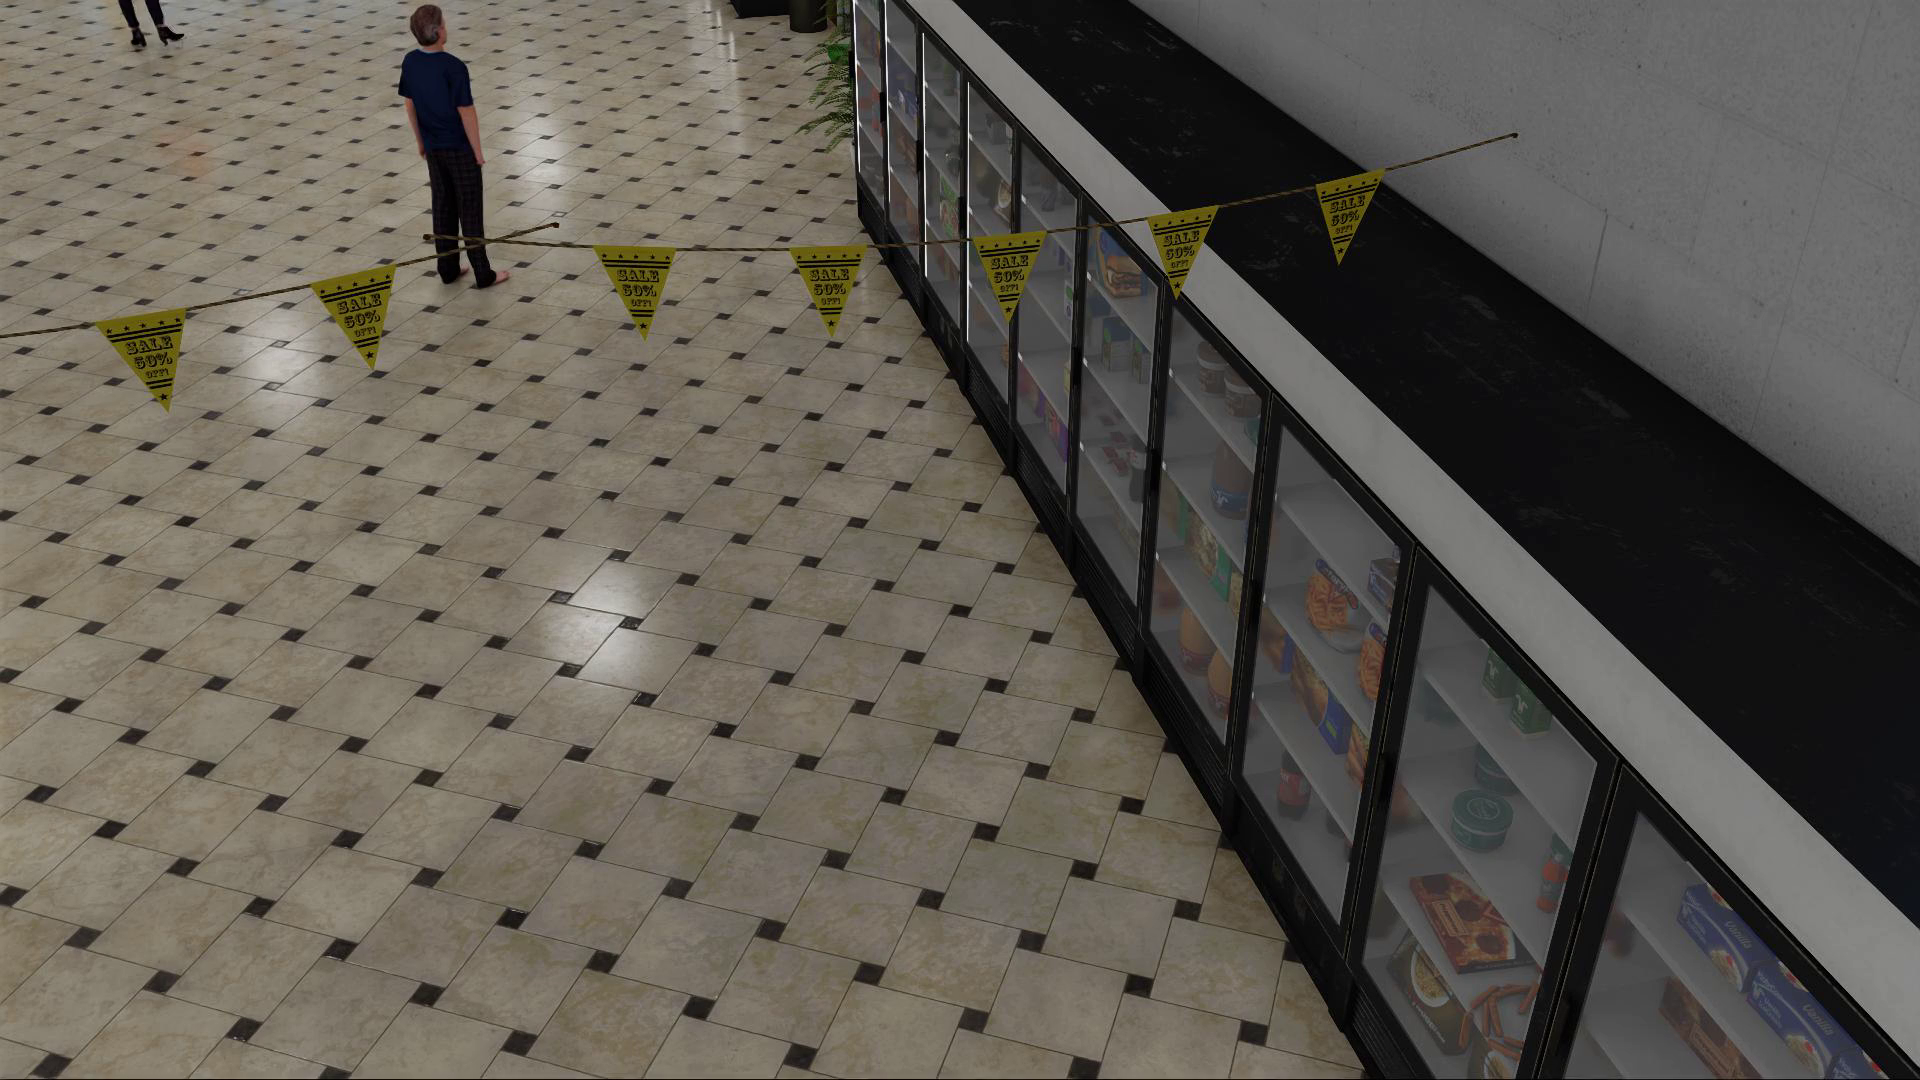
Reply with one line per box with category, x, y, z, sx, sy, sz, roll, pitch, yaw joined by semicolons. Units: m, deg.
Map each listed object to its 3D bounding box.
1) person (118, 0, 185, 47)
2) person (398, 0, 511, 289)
person;-8.085;-5.642;16.092;0.543;1.716;0.875;-2;32;-3
person;-3.396;-2.599;11.056;0.687;1.871;0.797;11;33;17
